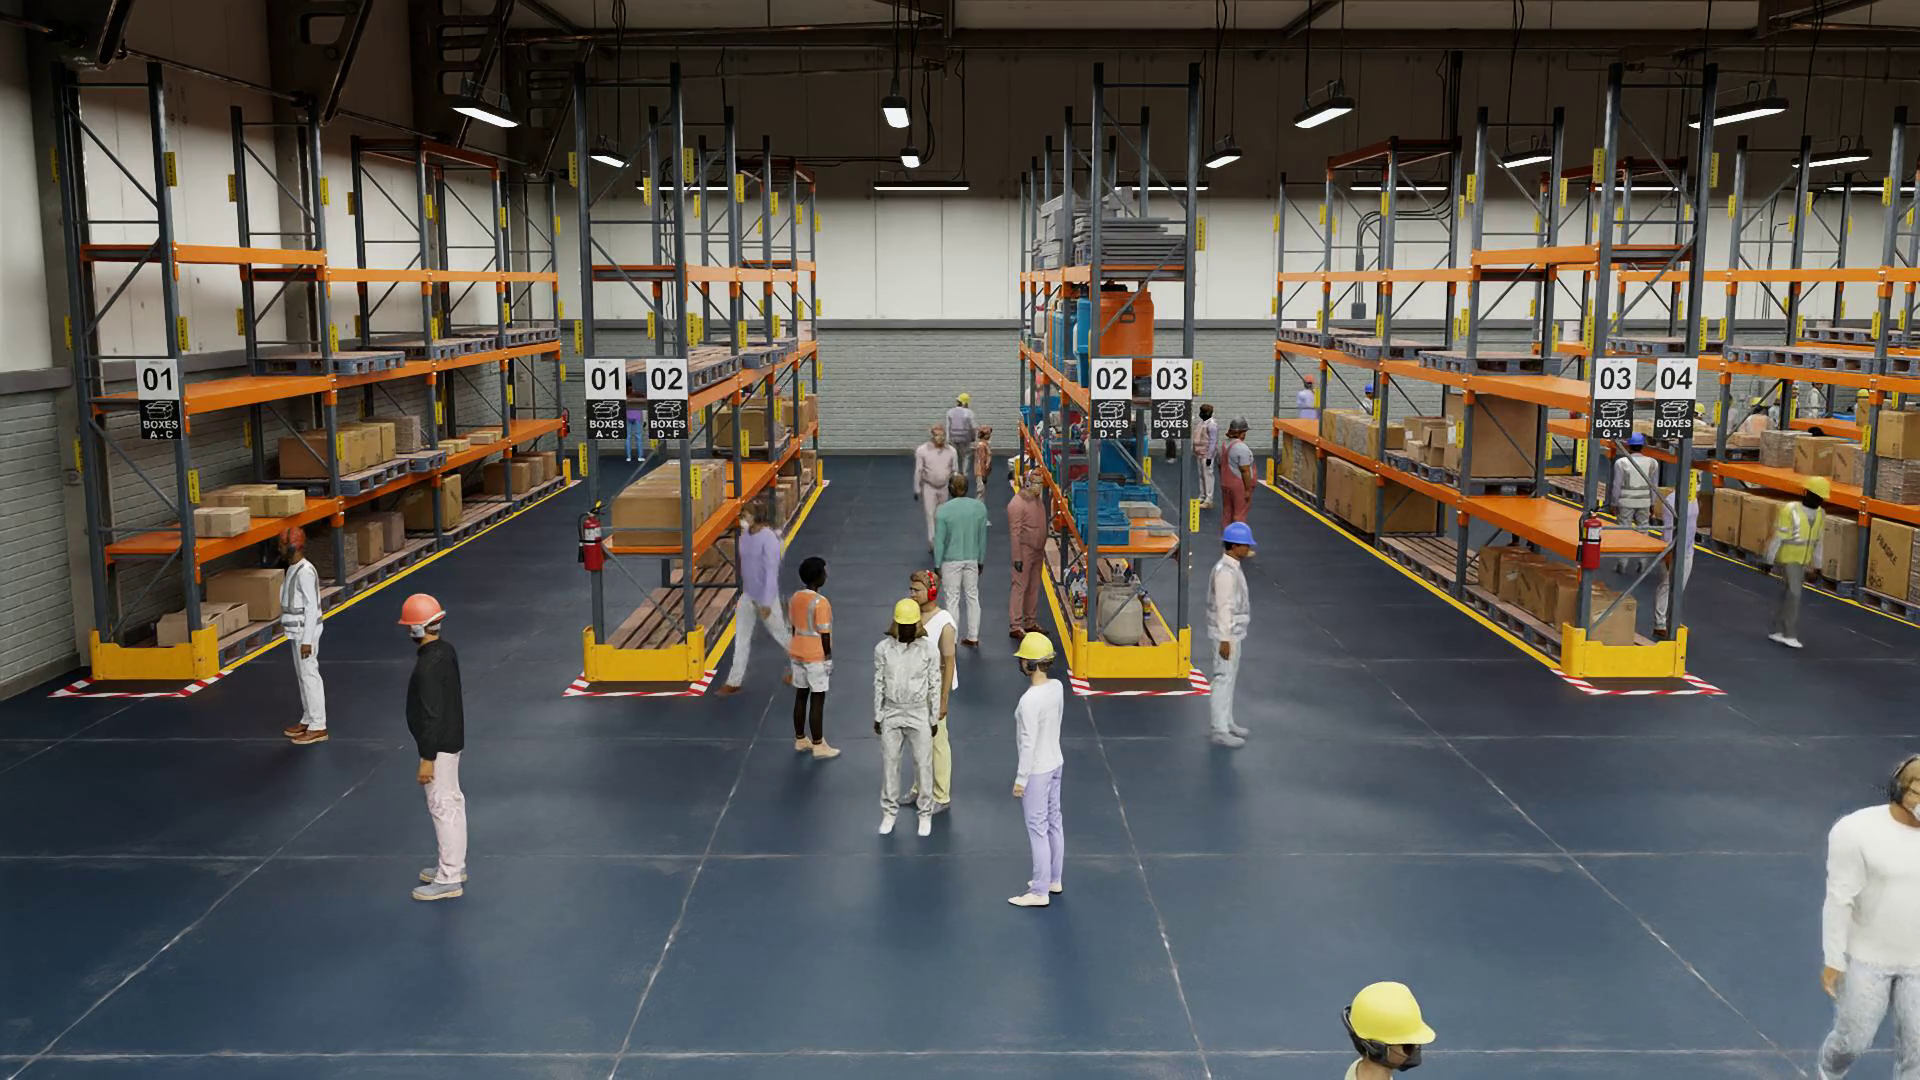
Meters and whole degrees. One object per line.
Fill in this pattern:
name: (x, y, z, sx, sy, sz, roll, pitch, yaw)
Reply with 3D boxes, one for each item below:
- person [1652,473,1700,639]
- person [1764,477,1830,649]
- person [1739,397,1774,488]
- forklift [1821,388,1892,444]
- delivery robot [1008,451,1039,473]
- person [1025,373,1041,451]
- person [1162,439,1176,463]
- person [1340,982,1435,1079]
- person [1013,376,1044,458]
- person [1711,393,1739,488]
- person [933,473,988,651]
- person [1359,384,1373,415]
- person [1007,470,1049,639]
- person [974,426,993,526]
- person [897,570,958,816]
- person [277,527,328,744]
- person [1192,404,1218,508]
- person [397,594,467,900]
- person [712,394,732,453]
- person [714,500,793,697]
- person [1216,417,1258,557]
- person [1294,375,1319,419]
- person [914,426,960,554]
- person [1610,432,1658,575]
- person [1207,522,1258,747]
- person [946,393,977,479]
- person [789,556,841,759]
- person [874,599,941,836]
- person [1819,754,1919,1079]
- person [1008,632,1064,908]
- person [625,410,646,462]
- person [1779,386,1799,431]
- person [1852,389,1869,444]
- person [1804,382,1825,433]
person: (8.017, 0.149, 18.556, 0.630, 1.931, 0.383, -8, 12, -41)
person: (9.157, 0.243, 18.115, 0.663, 1.870, 0.725, -4, 10, -23)
person: (14.426, -1.642, 30.171, 0.616, 1.890, 0.543, 1, 9, 9)
forklift: (20.072, -3.110, 36.462, 1.873, 2.768, 1.129, 0, 9, 0)
delivery robot: (1.304, -1.558, 33.612, 0.477, 0.478, 0.707, 9, 13, 44)
person: (1.631, -2.681, 36.562, 0.391, 1.987, 0.608, 5, 10, 28)
person: (4.570, -2.667, 36.641, 0.389, 1.951, 0.770, -2, 9, -12)
person: (1.345, 2.275, 5.393, 0.312, 1.768, 0.522, 2, 9, 13)
person: (1.618, -2.551, 35.848, 0.990, 1.942, 0.647, 2, 9, 14)
person: (14.783, -1.935, 32.204, 0.528, 1.852, 0.463, 4, 10, 22)
person: (0.001, 0.237, 17.967, 0.626, 1.934, 0.373, -4, 10, -26)
person: (8.233, -2.186, 33.544, 0.412, 1.933, 0.615, 5, 10, 31)
person: (0.785, 0.156, 18.620, 0.402, 1.900, 0.645, 6, 10, 32)
person: (0.379, -1.049, 27.181, 0.311, 1.639, 0.512, 0, 9, 0)
person: (-0.231, 1.135, 12.479, 0.389, 1.842, 0.566, -6, 11, -35)
person: (-5.695, 0.817, 14.392, 0.337, 1.881, 0.584, -5, 10, -30)
person: (4.316, -1.486, 29.337, 0.429, 1.847, 0.625, -2, 9, -11)
person: (-3.408, 1.327, 10.774, 0.391, 1.989, 0.610, -1, 9, -6)
person: (-4.592, -1.982, 32.351, 0.571, 1.905, 0.693, 2, 9, 11)
person: (-1.911, 0.545, 16.165, 1.051, 1.893, 0.645, -8, 12, -43)
person: (4.057, -0.780, 24.159, 0.538, 2.000, 0.684, -4, 10, -25)
person: (7.693, -2.721, 37.085, 0.561, 1.892, 0.945, -3, 9, -16)
person: (-0.296, -0.723, 24.320, 0.666, 1.868, 0.887, -3, 9, -17)
person: (9.165, -0.495, 22.634, 0.612, 1.943, 0.404, 0, 9, 1)
person: (2.333, 0.802, 14.330, 0.415, 1.938, 0.609, 3, 9, 17)
person: (0.045, -1.985, 32.729, 0.611, 1.790, 0.504, 5, 10, 29)
person: (-1.236, 0.980, 13.941, 0.322, 1.697, 0.533, -6, 11, -36)
person: (-0.382, 1.271, 11.956, 0.486, 1.738, 0.321, 2, 9, 11)
person: (4.186, 1.876, 7.471, 0.653, 1.920, 0.740, 1, 9, 7)
person: (0.489, 1.460, 10.629, 0.314, 1.769, 0.524, 4, 10, 26)
person: (-7.244, -2.687, 36.802, 0.591, 1.923, 0.382, 0, 9, -3)
person: (17.064, -2.252, 34.259, 0.508, 1.844, 0.336, -4, 10, -23)
person: (18.873, -2.293, 34.852, 0.295, 1.744, 0.491, 8, 12, 42)
person: (18.665, -2.630, 36.357, 0.391, 1.948, 0.605, 3, 9, 20)
